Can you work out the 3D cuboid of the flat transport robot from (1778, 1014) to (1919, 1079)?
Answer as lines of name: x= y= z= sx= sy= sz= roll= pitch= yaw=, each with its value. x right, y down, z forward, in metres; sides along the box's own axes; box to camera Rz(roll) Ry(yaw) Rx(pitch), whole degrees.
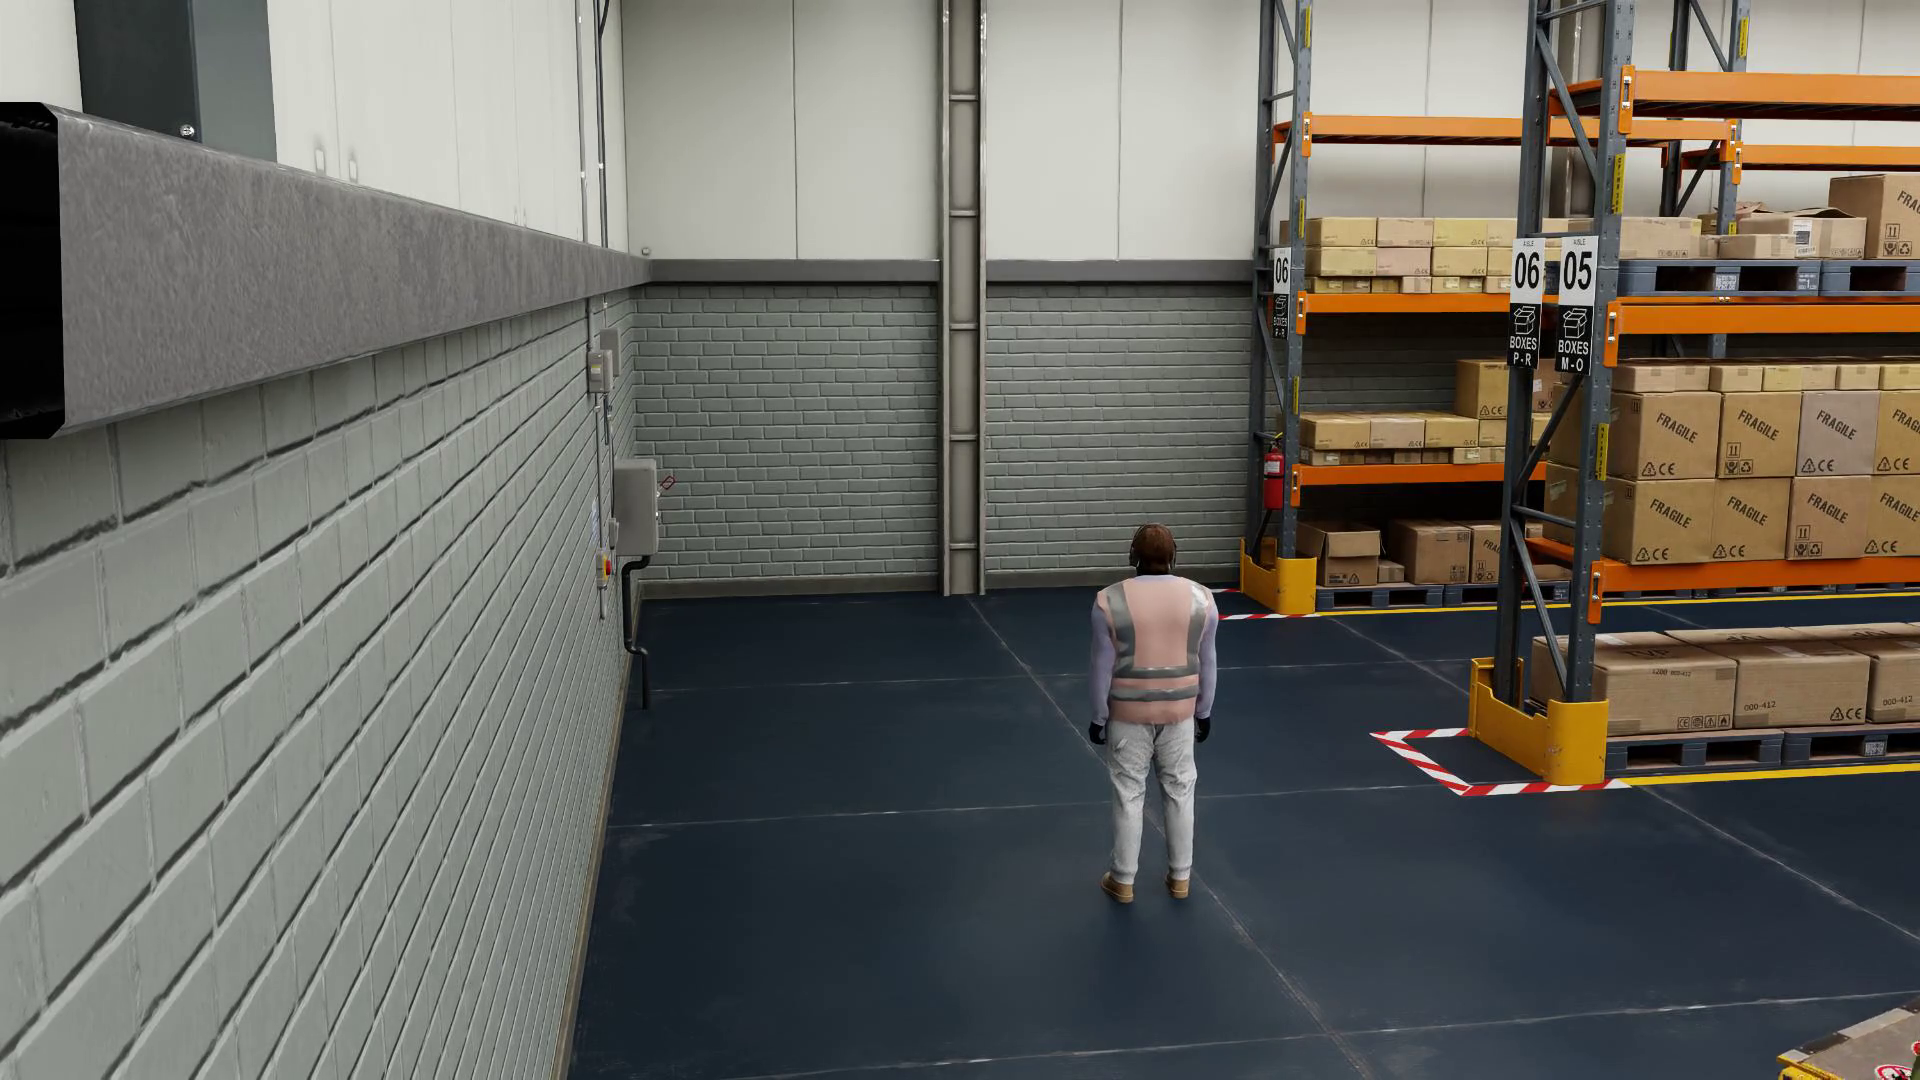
flat transport robot: x=3.478 y=1.947 z=5.928 sx=1.431 sy=0.197 sz=0.652 roll=-6 pitch=11 yaw=-31

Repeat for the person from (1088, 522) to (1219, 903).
person: x=0.915 y=0.828 z=8.004 sx=0.633 sy=1.843 sz=0.429 roll=-1 pitch=9 yaw=-9

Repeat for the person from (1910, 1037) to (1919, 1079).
person: x=2.231 y=1.543 z=3.673 sx=0.584 sy=1.809 sz=0.648 roll=7 pitch=11 yaw=35
